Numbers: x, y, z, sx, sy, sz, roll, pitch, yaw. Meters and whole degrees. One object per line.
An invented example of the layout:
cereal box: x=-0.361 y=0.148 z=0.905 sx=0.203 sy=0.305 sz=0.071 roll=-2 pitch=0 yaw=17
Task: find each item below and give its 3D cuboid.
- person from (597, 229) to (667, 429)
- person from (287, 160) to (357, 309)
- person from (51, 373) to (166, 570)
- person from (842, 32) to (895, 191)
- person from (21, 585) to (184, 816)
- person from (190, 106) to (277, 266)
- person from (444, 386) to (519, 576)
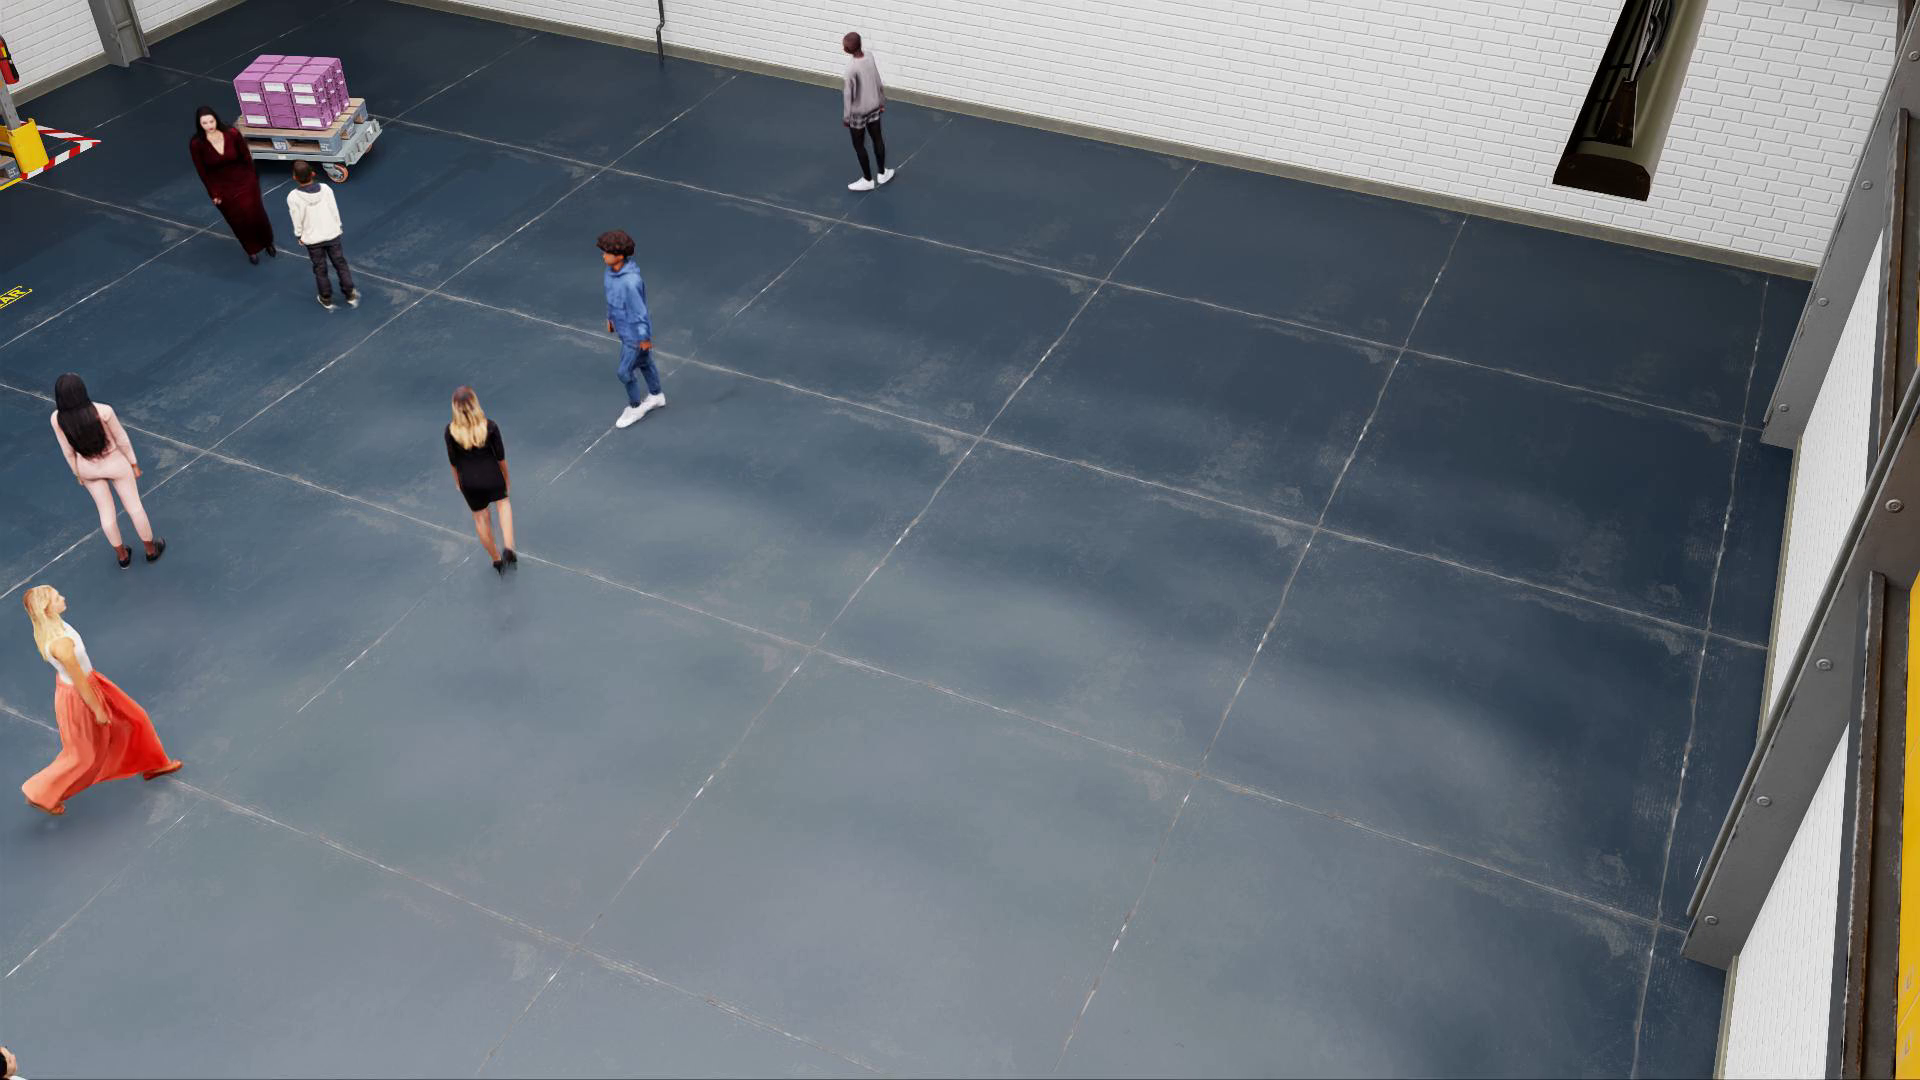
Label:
person: x=-2.734 y=-1.847 z=14.237 sx=0.936 sy=1.791 sz=0.875 roll=-21 pitch=43 yaw=-25
person: x=-6.091 y=-2.911 z=15.843 sx=0.640 sy=1.449 sz=0.726 roll=-18 pitch=42 yaw=-21
person: x=-6.499 y=-0.529 z=12.643 sx=0.699 sy=1.721 sz=0.734 roll=-8 pitch=39 yaw=-10
person: x=-0.954 y=-4.593 z=17.708 sx=0.579 sy=1.750 sz=0.891 roll=-27 pitch=46 yaw=-30
person: x=-5.710 y=1.053 z=10.622 sx=1.238 sy=1.771 sz=1.059 roll=-20 pitch=43 yaw=-23
person: x=-7.181 y=-3.517 z=16.373 sx=0.844 sy=1.734 sz=0.912 roll=-20 pitch=43 yaw=-23
person: x=-3.593 y=-0.383 z=12.503 sx=0.663 sy=1.667 sz=0.721 roll=-11 pitch=40 yaw=-14
